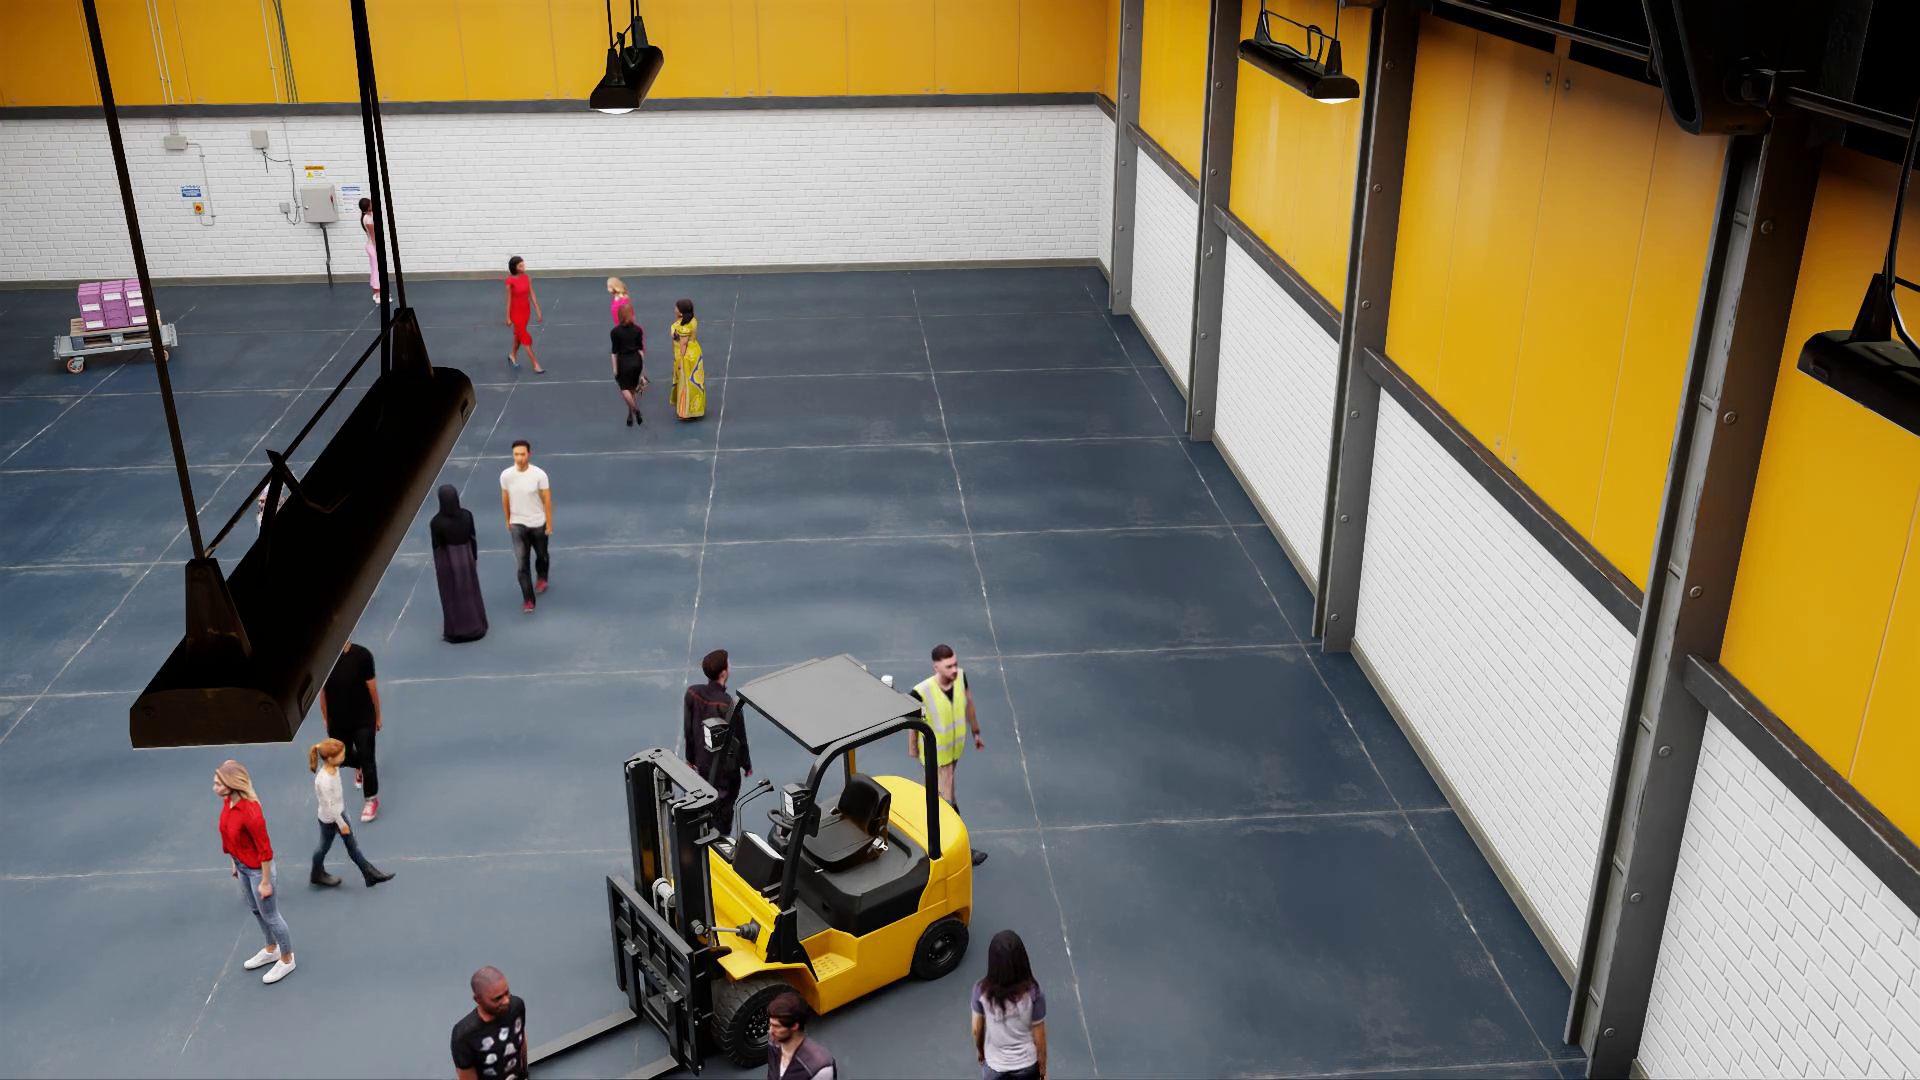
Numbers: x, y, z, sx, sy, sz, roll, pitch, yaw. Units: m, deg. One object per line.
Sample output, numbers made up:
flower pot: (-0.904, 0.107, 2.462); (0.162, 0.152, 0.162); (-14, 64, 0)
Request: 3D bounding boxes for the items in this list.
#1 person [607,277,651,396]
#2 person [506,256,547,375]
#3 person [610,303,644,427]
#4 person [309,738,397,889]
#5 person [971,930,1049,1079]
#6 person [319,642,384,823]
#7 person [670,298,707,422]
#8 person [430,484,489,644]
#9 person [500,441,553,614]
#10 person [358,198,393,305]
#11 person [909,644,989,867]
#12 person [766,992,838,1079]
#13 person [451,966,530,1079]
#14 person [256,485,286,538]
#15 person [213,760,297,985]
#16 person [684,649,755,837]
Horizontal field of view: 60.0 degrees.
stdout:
person: (-4.541, -2.822, 23.077); (0.781, 1.703, 0.723); (-11, 26, -23)
person: (-6.412, -3.239, 24.045); (1.104, 1.693, 1.112); (15, 28, 31)
person: (-4.295, -2.225, 21.735); (0.784, 1.683, 0.933); (-13, 27, -26)
person: (-4.756, 2.072, 12.405); (0.595, 1.284, 0.833); (-1, 24, -2)
person: (0.282, 3.082, 9.576); (0.716, 1.699, 0.989); (3, 24, 6)
person: (-4.878, 1.379, 13.416); (0.628, 1.743, 0.859); (-2, 24, -5)
person: (-3.644, -2.438, 22.254); (0.948, 1.659, 0.754); (1, 24, 3)
person: (-4.931, 0.214, 16.246); (0.728, 1.612, 0.766); (-18, 29, -35)
person: (-4.382, -0.193, 16.998); (0.700, 1.756, 1.164); (-4, 24, -9)
person: (-9.732, -4.811, 27.579); (0.694, 1.741, 0.568); (-11, 26, -24)
person: (-0.193, 1.590, 12.864); (1.232, 1.799, 1.140); (21, 31, 39)
person: (-0.812, 3.214, 9.101); (0.863, 1.839, 0.922); (17, 29, 34)
person: (-2.659, 3.129, 9.368); (1.093, 1.780, 1.027); (20, 30, 37)
person: (-6.485, 0.225, 16.148); (1.012, 1.670, 1.223); (12, 26, 25)
person: (-4.855, 2.264, 11.441); (0.674, 1.703, 0.737); (19, 30, 37)
person: (-1.861, 1.733, 12.422); (0.859, 1.891, 0.916); (17, 29, 34)
